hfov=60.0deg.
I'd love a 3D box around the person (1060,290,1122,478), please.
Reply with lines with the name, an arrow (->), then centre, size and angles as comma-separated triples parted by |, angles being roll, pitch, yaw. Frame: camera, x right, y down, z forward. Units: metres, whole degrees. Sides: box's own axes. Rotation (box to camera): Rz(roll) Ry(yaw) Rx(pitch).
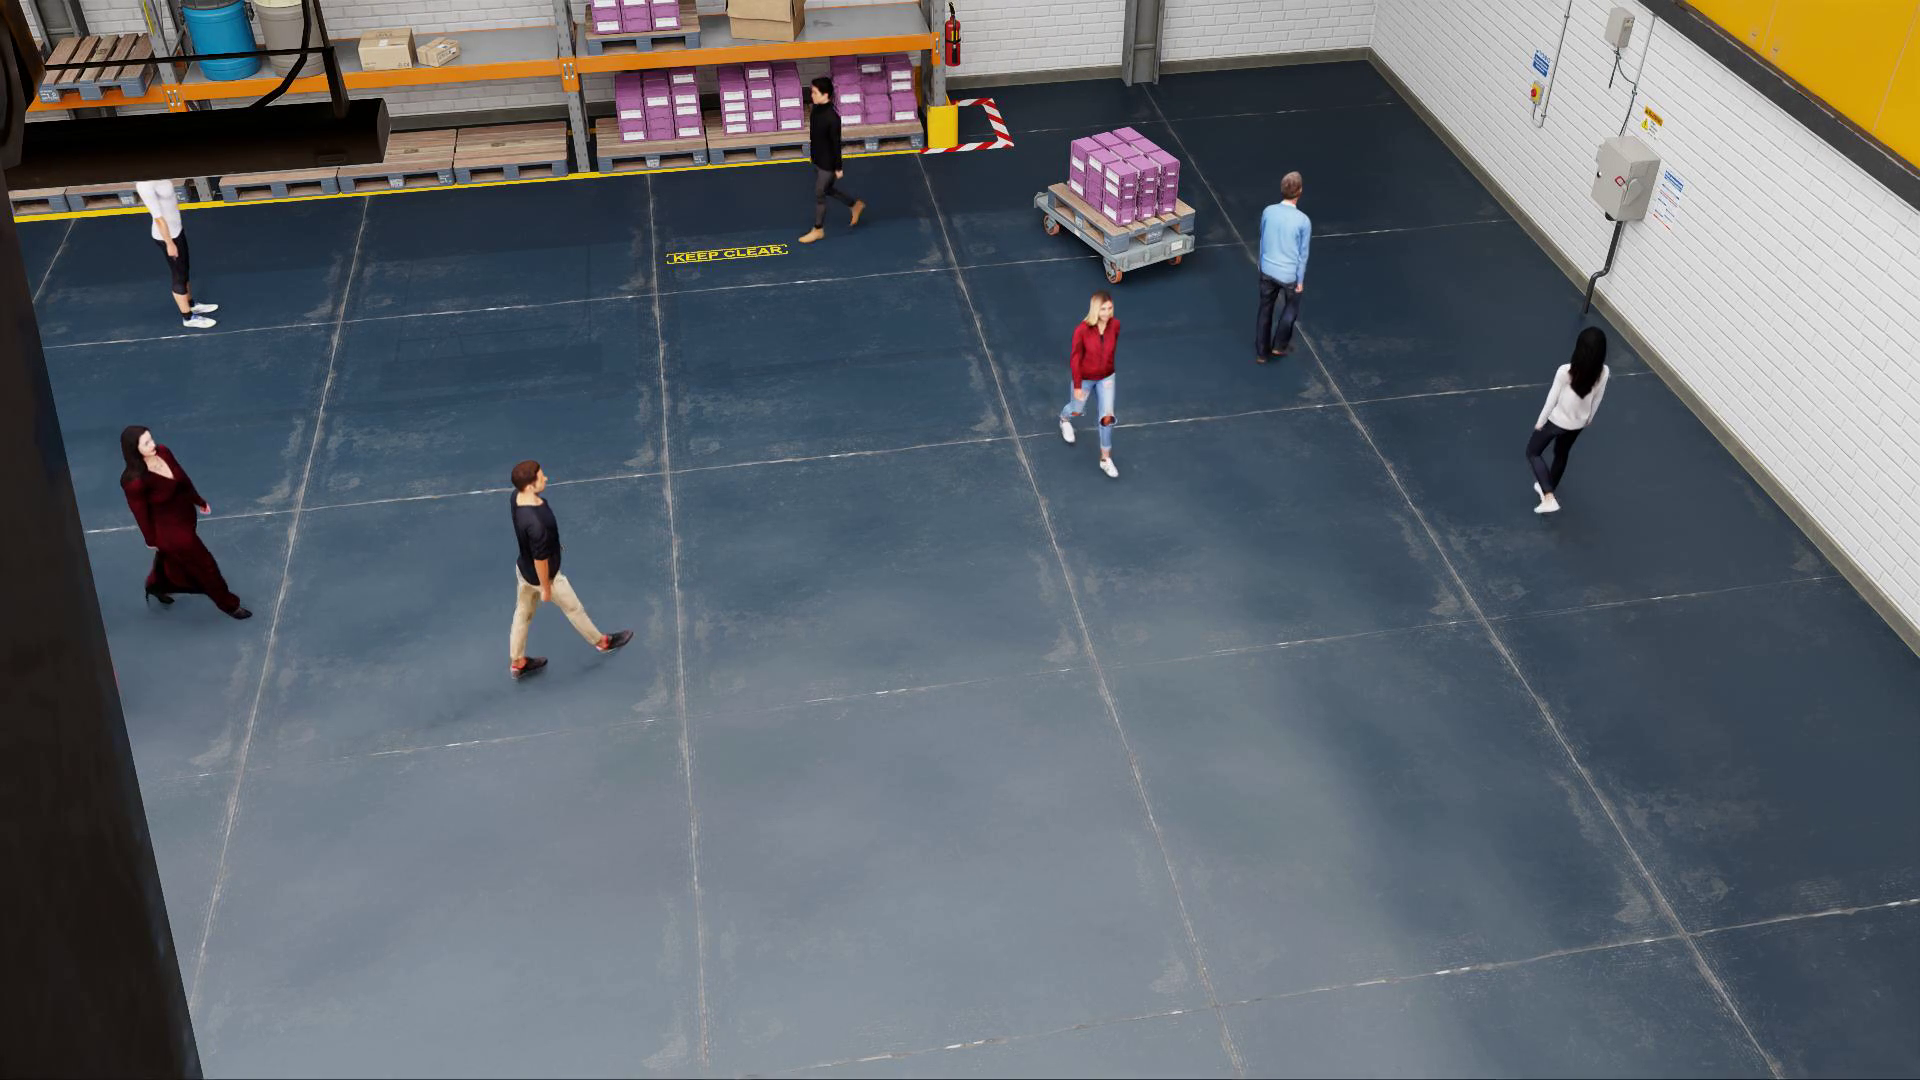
person -> 1.060, -1.360, 13.733 | 1.066, 1.601, 0.803 | -13, 41, -16

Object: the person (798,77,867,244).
person -> -1.298, -3.854, 16.774 | 1.088, 1.702, 0.808 | -16, 41, -19

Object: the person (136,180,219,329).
person -> -7.330, -2.858, 15.409 | 0.565, 1.849, 0.666 | -9, 39, -11

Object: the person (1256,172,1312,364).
person -> 2.826, -2.383, 14.853 | 0.795, 1.800, 0.853 | 24, 45, 27

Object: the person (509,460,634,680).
person -> -3.000, 0.248, 11.553 | 1.229, 1.807, 0.954 | -22, 43, -25

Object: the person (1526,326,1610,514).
person -> 4.780, -0.904, 13.088 | 0.710, 1.692, 0.721 | -8, 39, -10

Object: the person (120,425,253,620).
person -> -5.823, -0.115, 12.079 | 1.118, 1.718, 0.794 | 1, 39, 1
